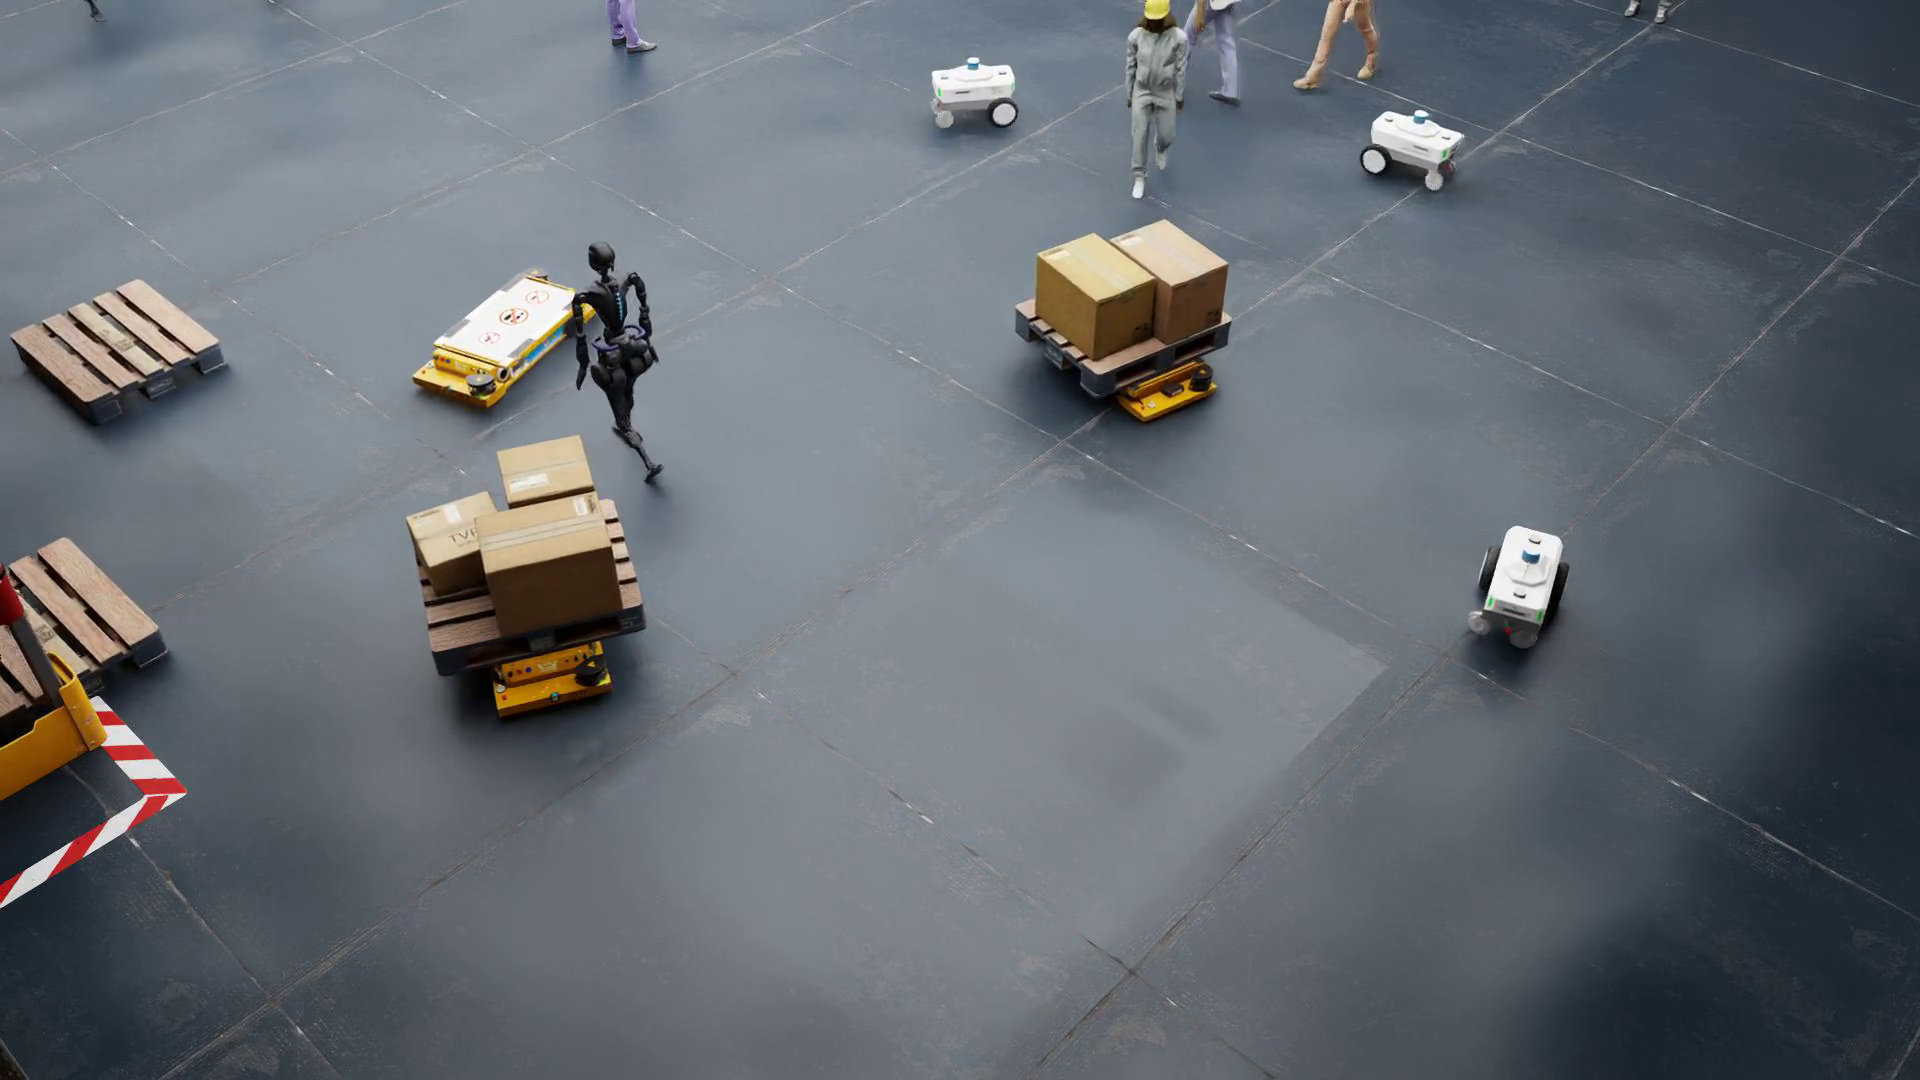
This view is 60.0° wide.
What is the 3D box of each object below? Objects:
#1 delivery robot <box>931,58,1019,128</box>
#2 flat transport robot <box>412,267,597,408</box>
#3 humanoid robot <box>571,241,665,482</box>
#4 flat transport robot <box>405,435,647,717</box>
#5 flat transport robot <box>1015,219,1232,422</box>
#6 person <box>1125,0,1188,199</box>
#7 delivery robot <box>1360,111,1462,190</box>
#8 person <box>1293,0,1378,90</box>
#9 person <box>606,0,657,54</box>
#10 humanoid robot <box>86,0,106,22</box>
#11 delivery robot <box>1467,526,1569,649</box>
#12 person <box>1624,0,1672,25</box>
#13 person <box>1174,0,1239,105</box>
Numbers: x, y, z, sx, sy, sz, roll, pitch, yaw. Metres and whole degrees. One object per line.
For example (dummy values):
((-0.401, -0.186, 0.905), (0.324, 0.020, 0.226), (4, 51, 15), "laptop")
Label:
((0.117, -3.975, 14.725), (0.777, 0.587, 0.499), (-7, 42, -7), "delivery robot")
((-3.297, -1.506, 12.199), (0.659, 0.231, 1.431), (18, 45, 19), "flat transport robot")
((-2.190, -1.172, 10.824), (0.589, 1.649, 0.786), (-31, 50, -29), "humanoid robot")
((-2.560, 0.440, 10.037), (0.659, 0.231, 1.431), (-13, 44, -14), "flat transport robot")
((1.157, -1.381, 12.061), (0.659, 0.231, 1.431), (-24, 47, -24), "flat transport robot")
((1.571, -3.638, 13.474), (0.497, 1.724, 0.464), (5, 42, 6), "person")
((3.808, -3.323, 14.019), (0.815, 0.612, 0.499), (27, 48, 26), "delivery robot")
((3.532, -4.878, 14.896), (0.945, 1.690, 0.493), (-21, 46, -22), "person")
((-3.182, -5.420, 15.372), (0.390, 1.845, 0.563), (-30, 50, -29), "person")
((-8.625, -5.877, 16.020), (0.608, 1.629, 0.652), (-32, 51, -31), "humanoid robot")
((3.385, 0.256, 10.030), (0.510, 0.597, 0.769), (16, 45, 18), "delivery robot")
((6.783, -5.894, 15.913), (0.570, 1.830, 0.405), (21, 46, 22), "person")
((2.155, -4.770, 14.680), (0.614, 1.798, 0.921), (-34, 52, -32), "person")
